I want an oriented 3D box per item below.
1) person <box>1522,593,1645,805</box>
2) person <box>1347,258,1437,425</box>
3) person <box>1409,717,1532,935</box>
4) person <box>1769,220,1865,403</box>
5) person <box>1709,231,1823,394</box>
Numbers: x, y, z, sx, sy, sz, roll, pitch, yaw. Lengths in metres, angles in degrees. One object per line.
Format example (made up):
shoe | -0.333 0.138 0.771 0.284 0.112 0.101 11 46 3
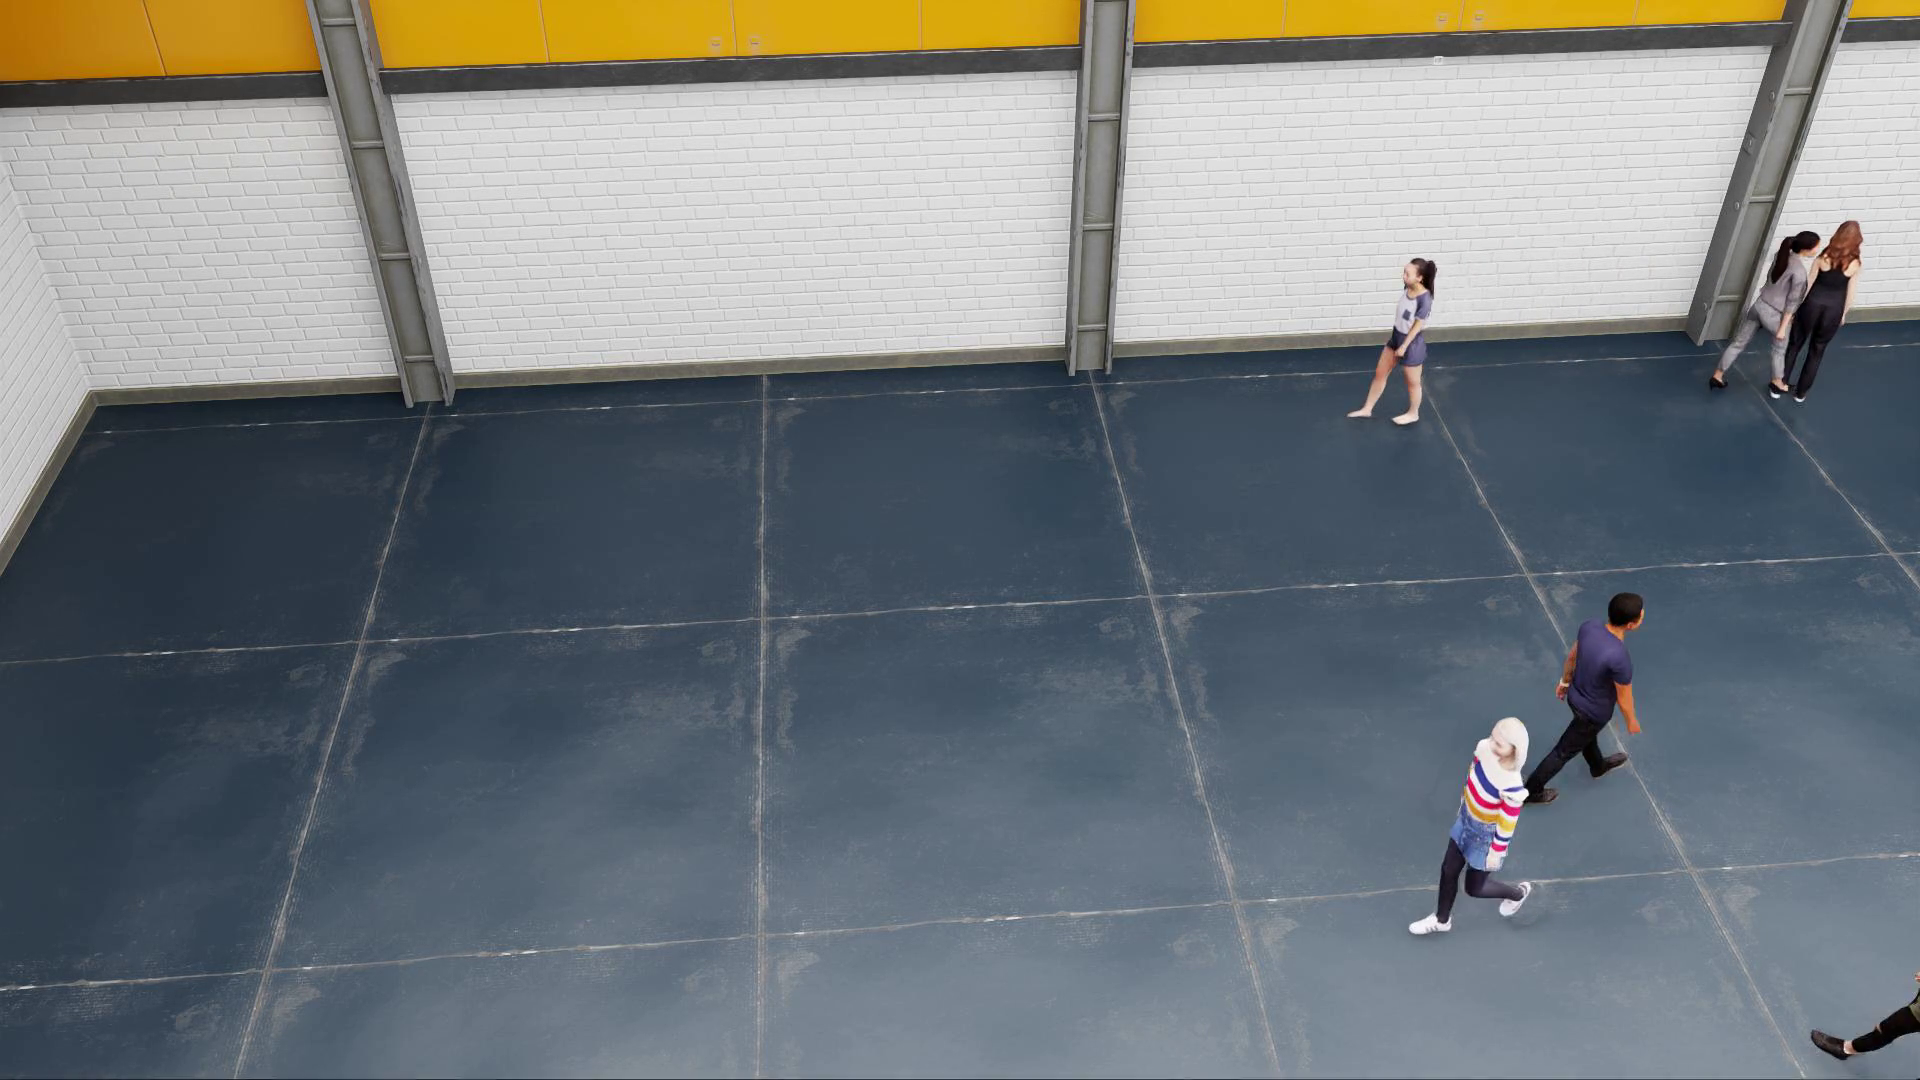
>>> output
person | 3.952 1.084 10.679 1.068 1.749 0.716 -7 39 -9
person | 3.917 -1.679 14.236 0.890 1.627 0.663 -9 39 -11
person | 3.164 1.718 9.852 1.013 1.791 0.744 -8 39 -10
person | 7.514 -1.981 14.520 0.630 1.746 0.744 14 41 17
person | 7.033 -1.936 14.558 0.993 1.628 0.700 -7 39 -9
